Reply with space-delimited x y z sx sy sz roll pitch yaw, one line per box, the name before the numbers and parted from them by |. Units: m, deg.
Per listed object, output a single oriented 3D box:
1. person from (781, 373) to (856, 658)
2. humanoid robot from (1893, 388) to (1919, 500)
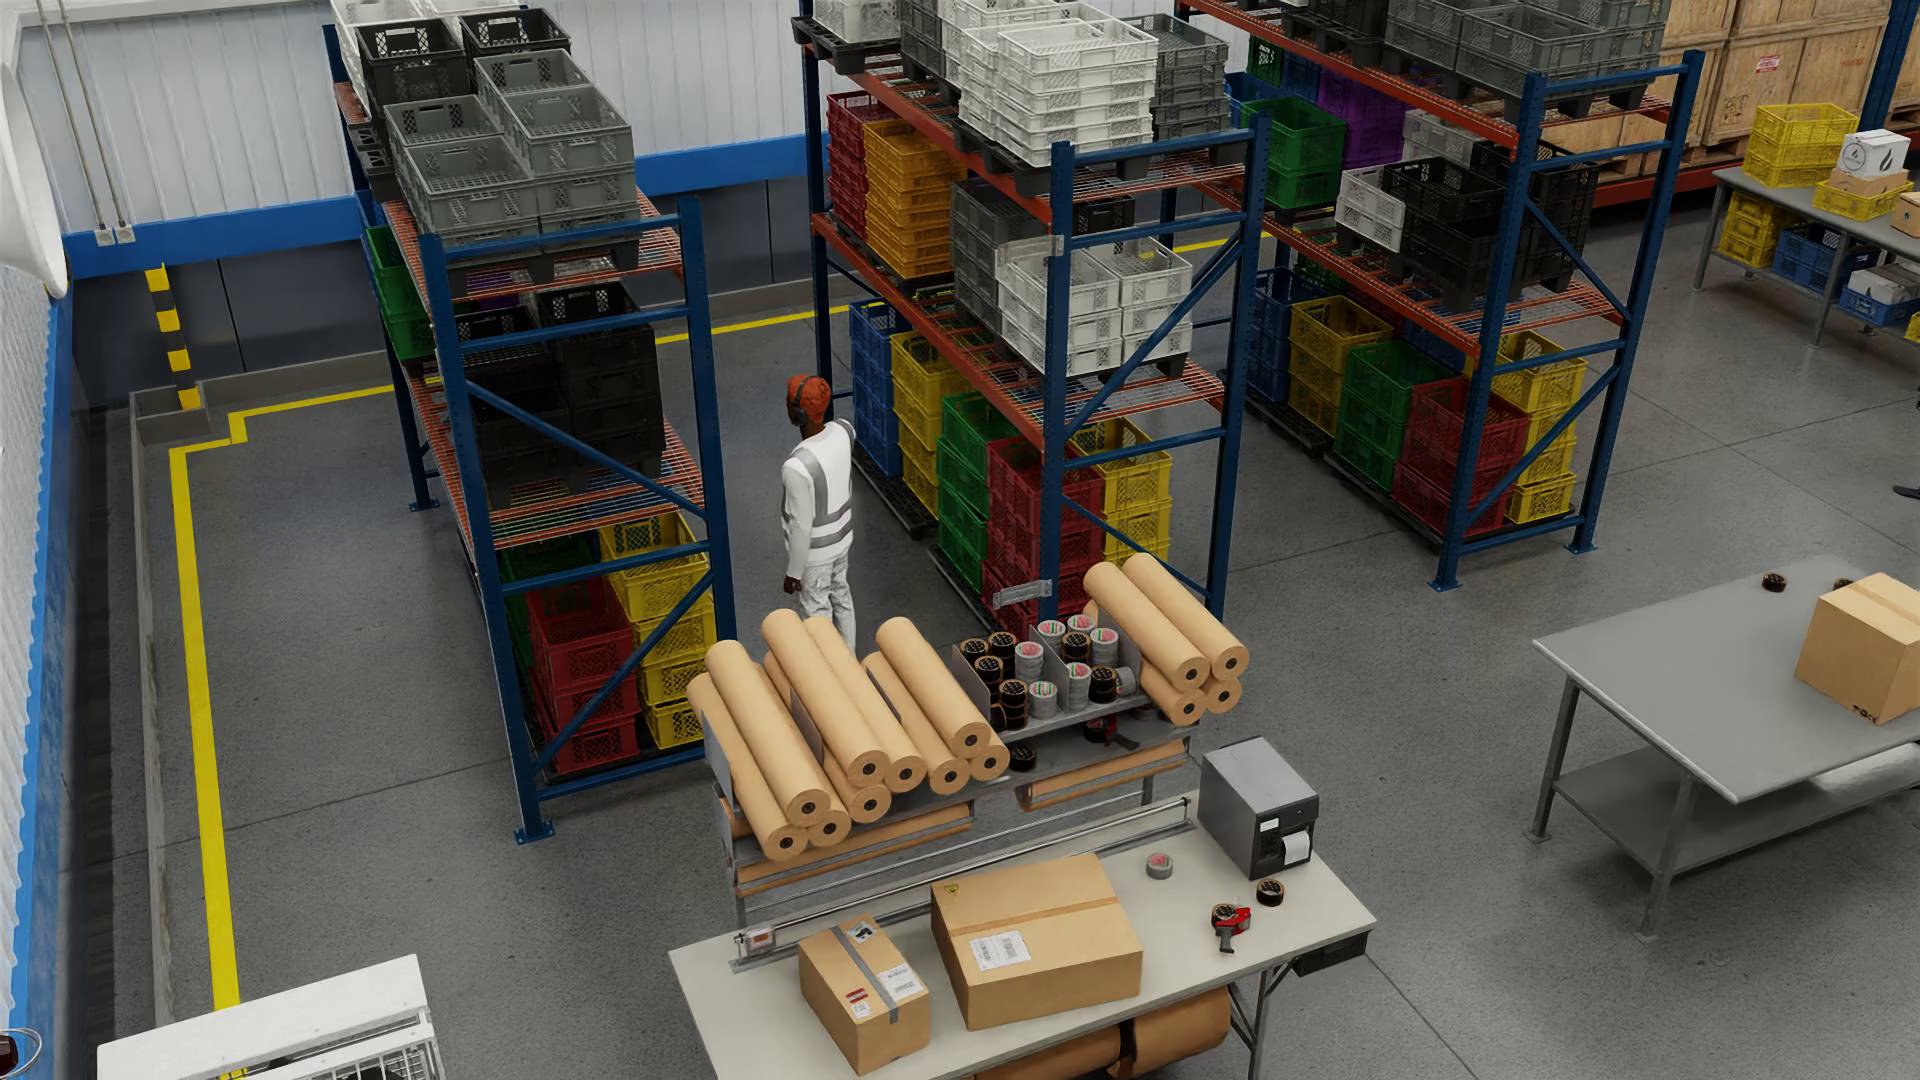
person | -0.720 0.025 8.390 0.348 1.882 0.582 13 34 20
humanoid robot | 6.207 -1.038 10.318 0.596 1.649 0.365 -16 35 -24
